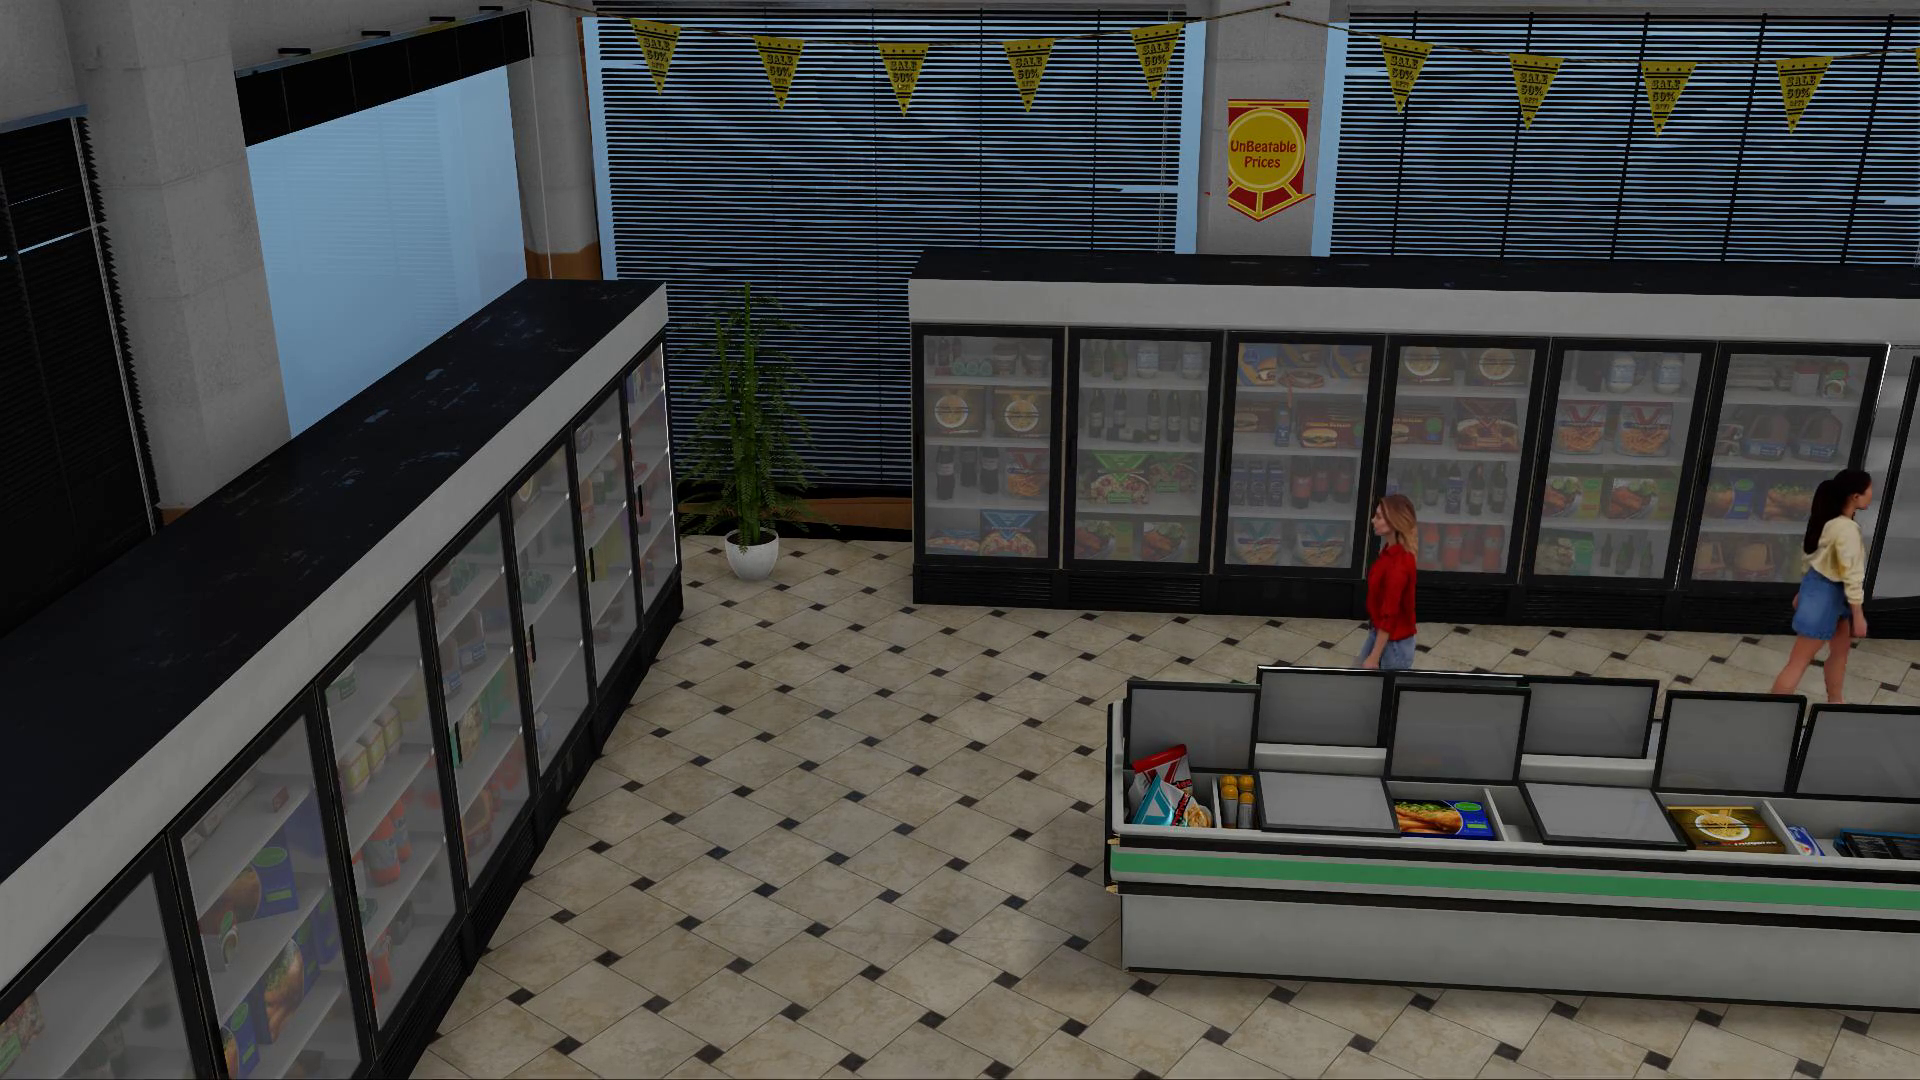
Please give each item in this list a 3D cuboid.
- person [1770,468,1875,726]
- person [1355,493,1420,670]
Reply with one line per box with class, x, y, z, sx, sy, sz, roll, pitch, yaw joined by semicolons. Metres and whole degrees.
person;4.896;0.368;9.609;0.887;1.610;0.684;4;22;10
person;2.401;0.588;8.970;1.070;1.677;0.638;2;22;6
